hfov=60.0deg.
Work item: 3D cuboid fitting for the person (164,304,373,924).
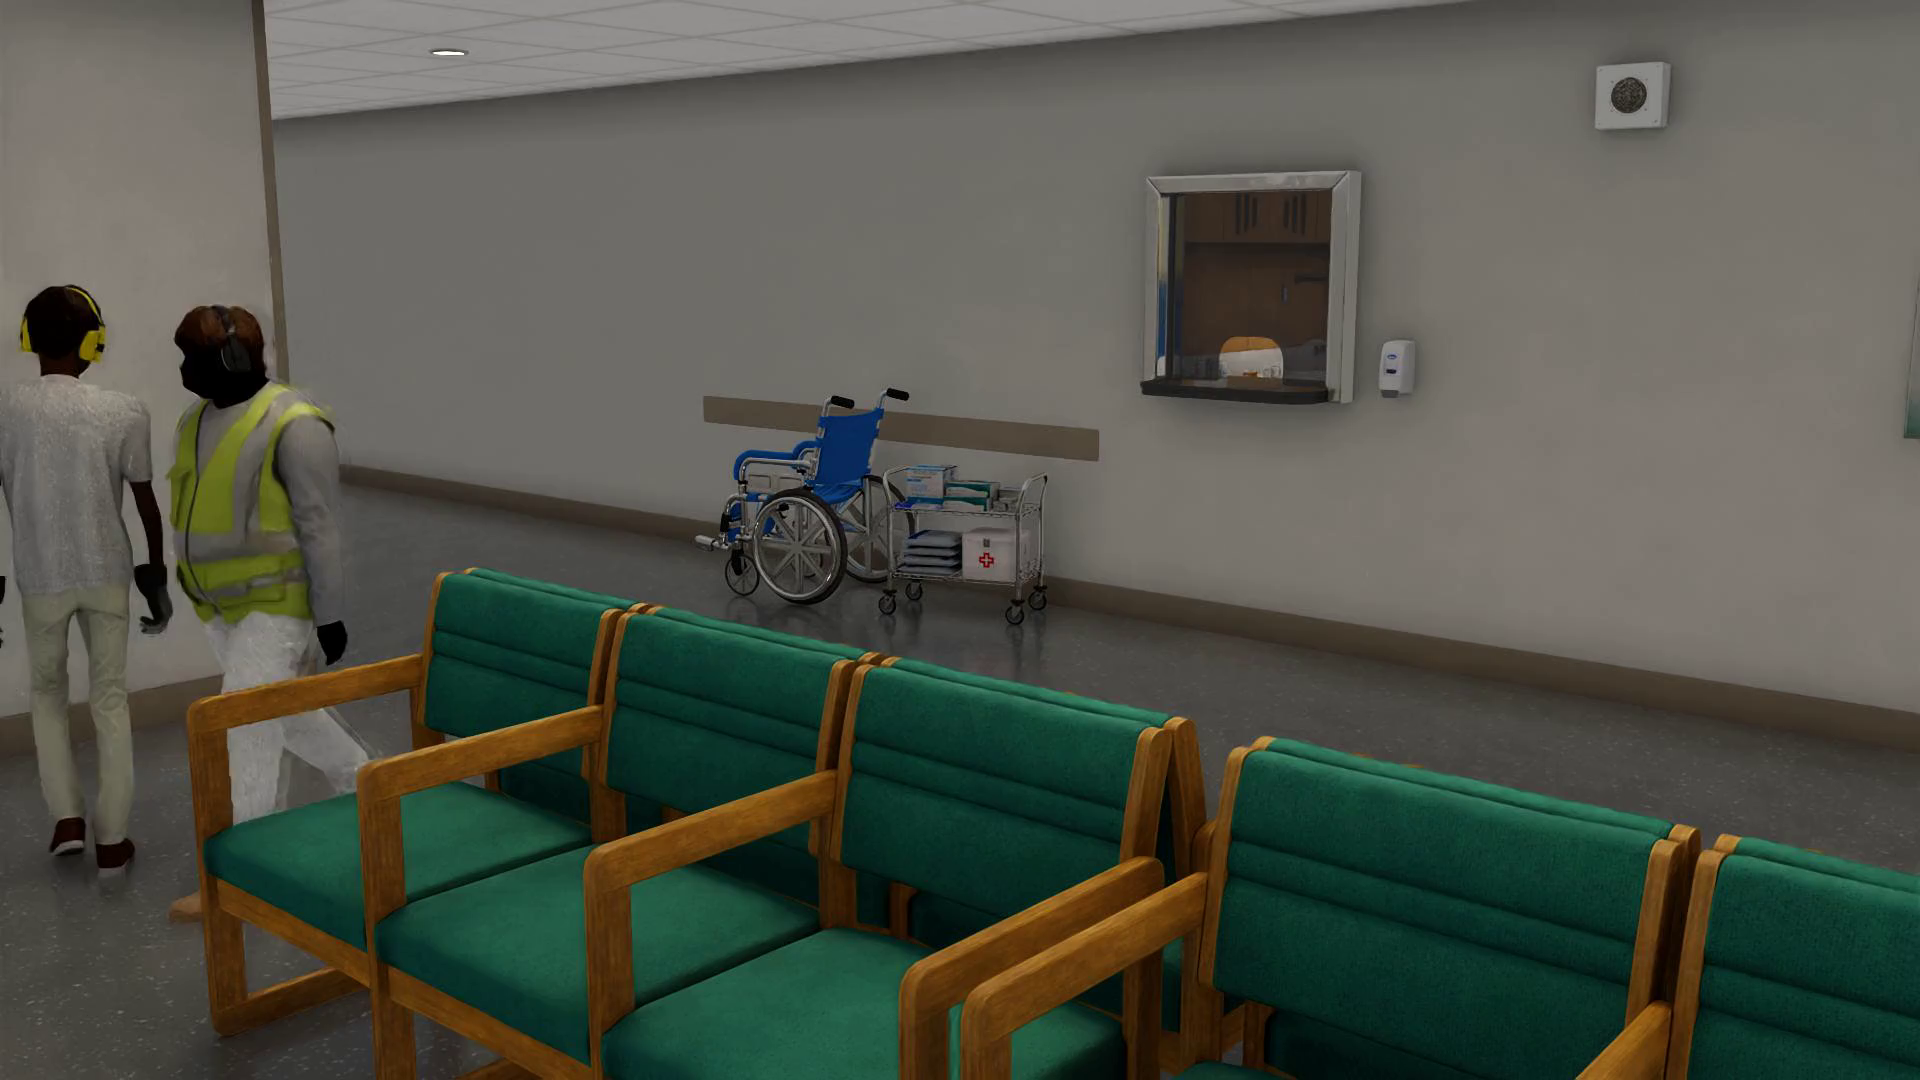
[{"bbox_3d":[-2.117,0.172,5.141,0.633,1.804,0.891,6,12,32],"label":"person"}]

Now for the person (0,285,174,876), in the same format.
[{"bbox_3d":[-2.784,0.136,5.204,0.572,1.837,0.451,-4,11,-24],"label":"person"}]
